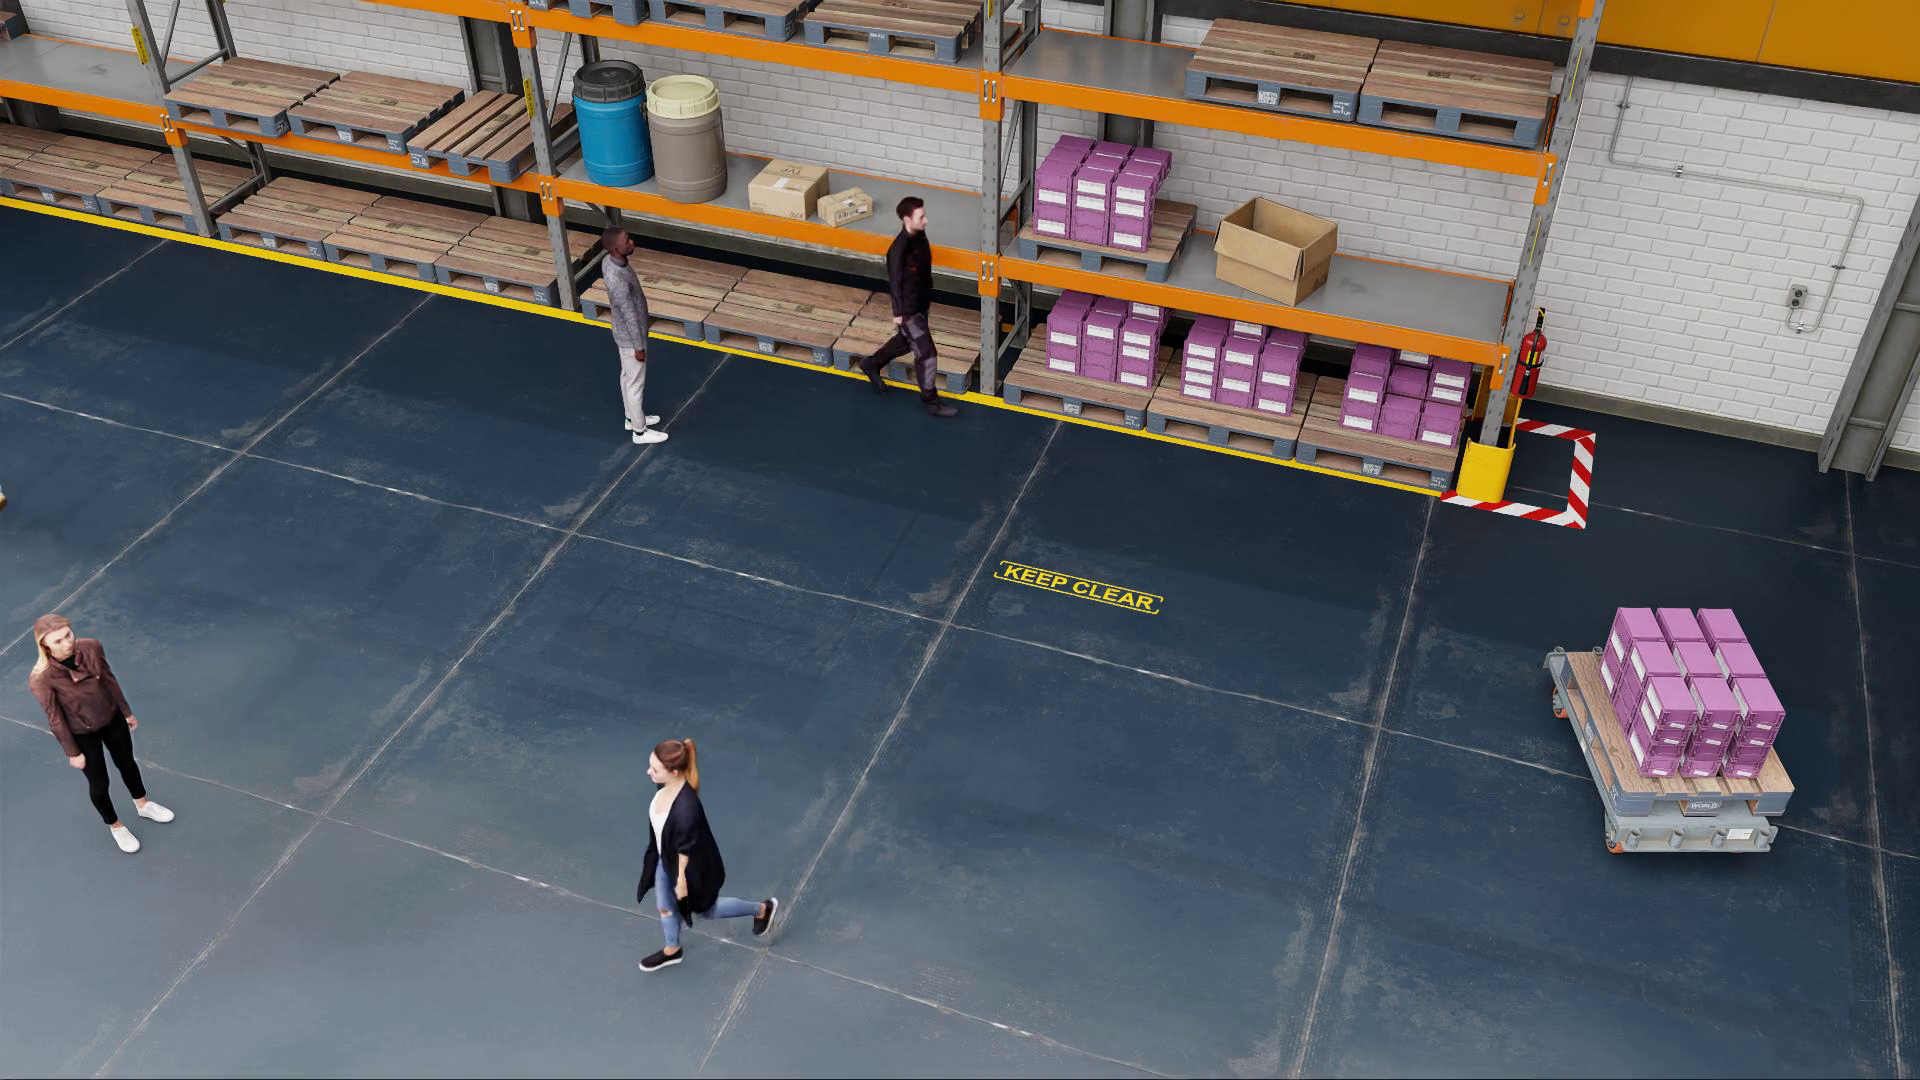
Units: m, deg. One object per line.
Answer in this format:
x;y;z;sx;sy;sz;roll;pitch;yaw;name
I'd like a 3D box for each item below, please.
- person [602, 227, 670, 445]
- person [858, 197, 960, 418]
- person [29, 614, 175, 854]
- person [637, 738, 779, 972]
-2.577;-1.598;12.910;0.784;1.839;0.754;-12;40;-15;person
-0.449;-1.866;13.211;1.149;1.880;0.701;11;40;14;person
-5.027;1.087;9.655;0.539;1.705;0.628;18;42;21;person
-1.386;1.701;8.920;1.092;1.663;1.063;-18;42;-21;person
